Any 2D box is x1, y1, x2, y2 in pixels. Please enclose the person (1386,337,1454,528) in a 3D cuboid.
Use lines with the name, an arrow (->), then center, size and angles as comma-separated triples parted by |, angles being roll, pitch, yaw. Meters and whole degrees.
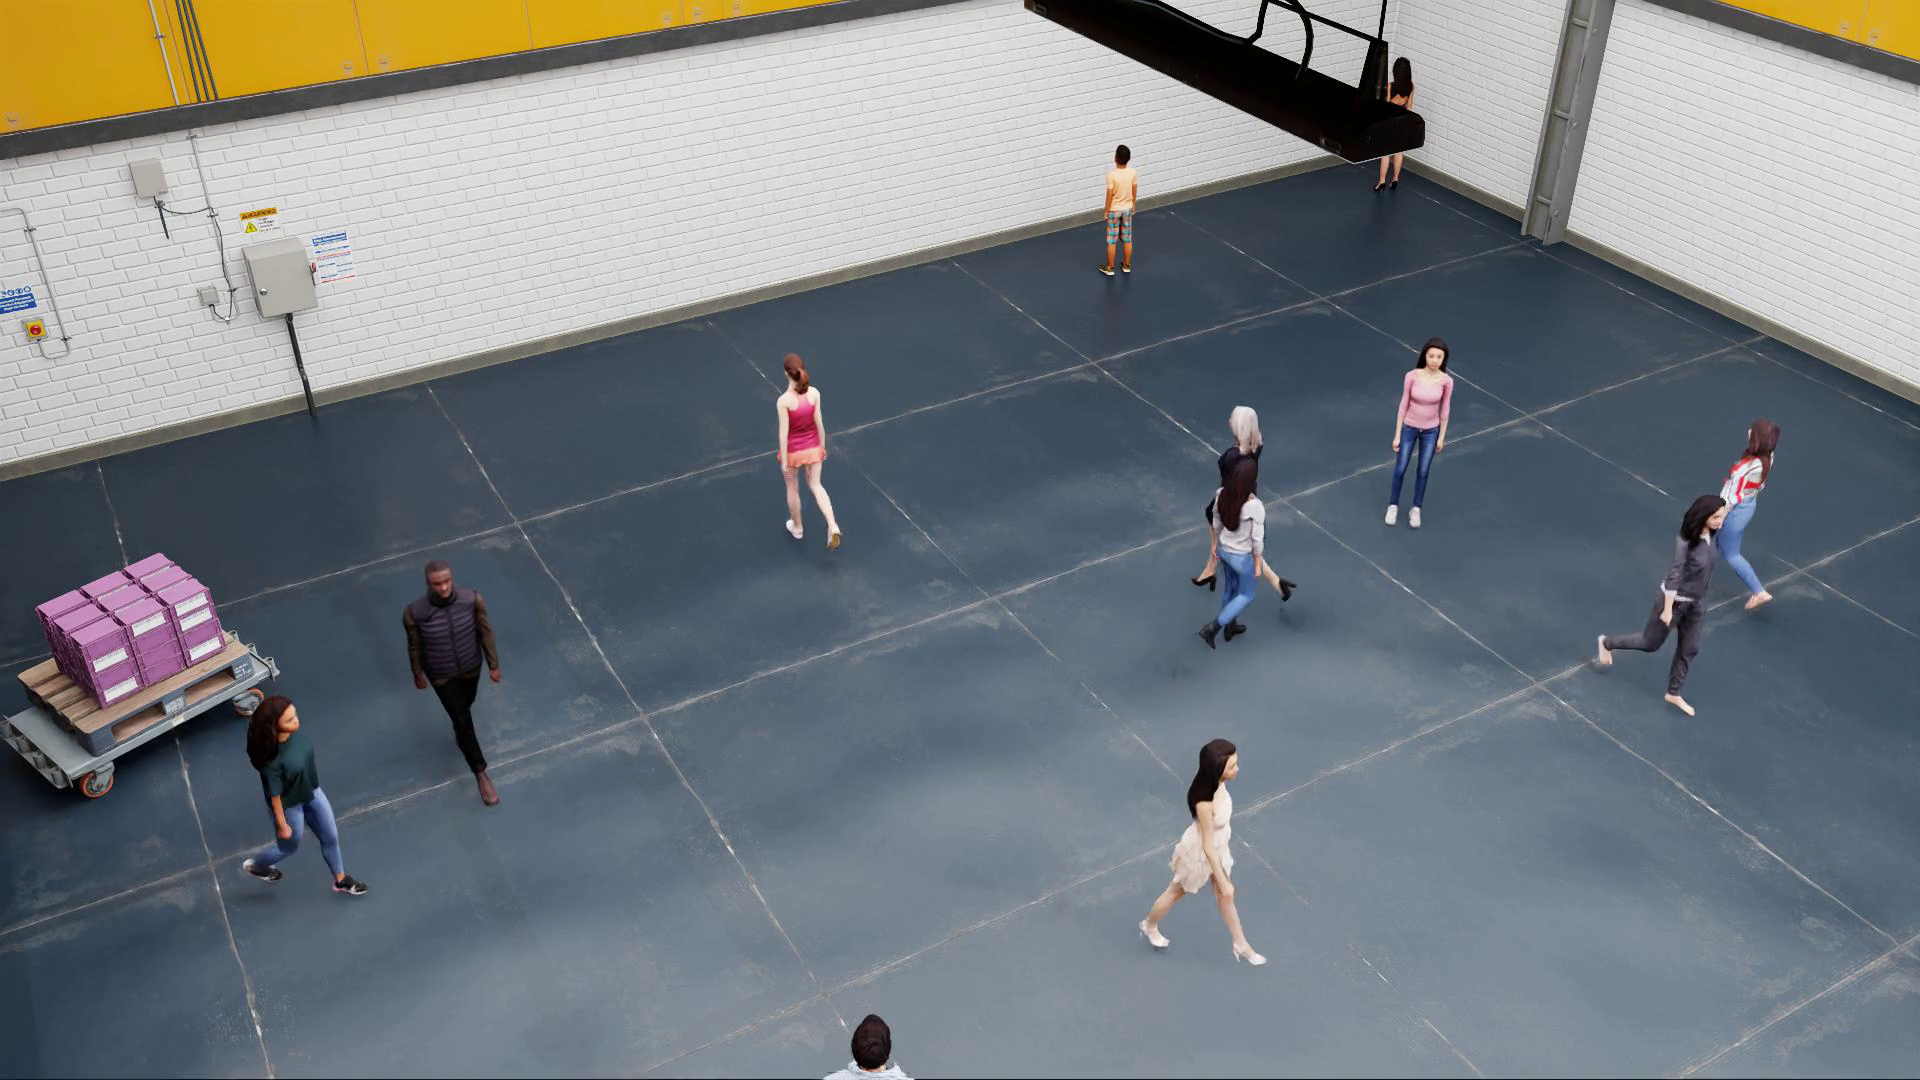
person -> 3.842, -0.914, 13.898 | 0.623, 1.743, 0.682 | 8, 35, 12

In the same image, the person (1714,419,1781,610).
person -> 6.120, -0.185, 12.940 | 0.771, 1.589, 1.066 | -29, 43, -36

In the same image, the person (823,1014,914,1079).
person -> -0.399, 3.023, 7.924 | 0.875, 1.798, 0.925 | 3, 34, 5

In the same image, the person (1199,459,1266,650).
person -> 2.025, 0.150, 12.407 | 0.742, 1.621, 0.803 | -24, 40, -32

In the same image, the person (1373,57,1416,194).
person -> 5.277, -5.027, 20.175 | 0.622, 1.644, 0.591 | -5, 34, -8

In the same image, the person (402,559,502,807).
person -> -3.422, 0.837, 11.229 | 0.716, 1.781, 1.207 | -18, 38, -25

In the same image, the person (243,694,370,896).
person -> -4.179, 1.603, 10.251 | 1.027, 1.588, 1.031 | 2, 34, 3

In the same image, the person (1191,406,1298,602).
person -> 2.220, -0.219, 12.884 | 1.191, 1.708, 0.886 | 22, 40, 30

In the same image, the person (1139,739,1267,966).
person -> 1.329, 1.844, 9.793 | 1.097, 1.695, 0.949 | 15, 36, 21

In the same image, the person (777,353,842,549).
person -> -1.258, -0.684, 13.557 | 0.561, 1.738, 0.963 | -19, 38, -26

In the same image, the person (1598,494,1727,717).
person -> 5.076, 0.400, 11.929 | 0.678, 1.734, 1.066 | -23, 40, -30

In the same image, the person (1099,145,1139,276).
person -> 1.753, -3.618, 18.221 | 0.548, 1.461, 0.532 | -12, 35, -17
